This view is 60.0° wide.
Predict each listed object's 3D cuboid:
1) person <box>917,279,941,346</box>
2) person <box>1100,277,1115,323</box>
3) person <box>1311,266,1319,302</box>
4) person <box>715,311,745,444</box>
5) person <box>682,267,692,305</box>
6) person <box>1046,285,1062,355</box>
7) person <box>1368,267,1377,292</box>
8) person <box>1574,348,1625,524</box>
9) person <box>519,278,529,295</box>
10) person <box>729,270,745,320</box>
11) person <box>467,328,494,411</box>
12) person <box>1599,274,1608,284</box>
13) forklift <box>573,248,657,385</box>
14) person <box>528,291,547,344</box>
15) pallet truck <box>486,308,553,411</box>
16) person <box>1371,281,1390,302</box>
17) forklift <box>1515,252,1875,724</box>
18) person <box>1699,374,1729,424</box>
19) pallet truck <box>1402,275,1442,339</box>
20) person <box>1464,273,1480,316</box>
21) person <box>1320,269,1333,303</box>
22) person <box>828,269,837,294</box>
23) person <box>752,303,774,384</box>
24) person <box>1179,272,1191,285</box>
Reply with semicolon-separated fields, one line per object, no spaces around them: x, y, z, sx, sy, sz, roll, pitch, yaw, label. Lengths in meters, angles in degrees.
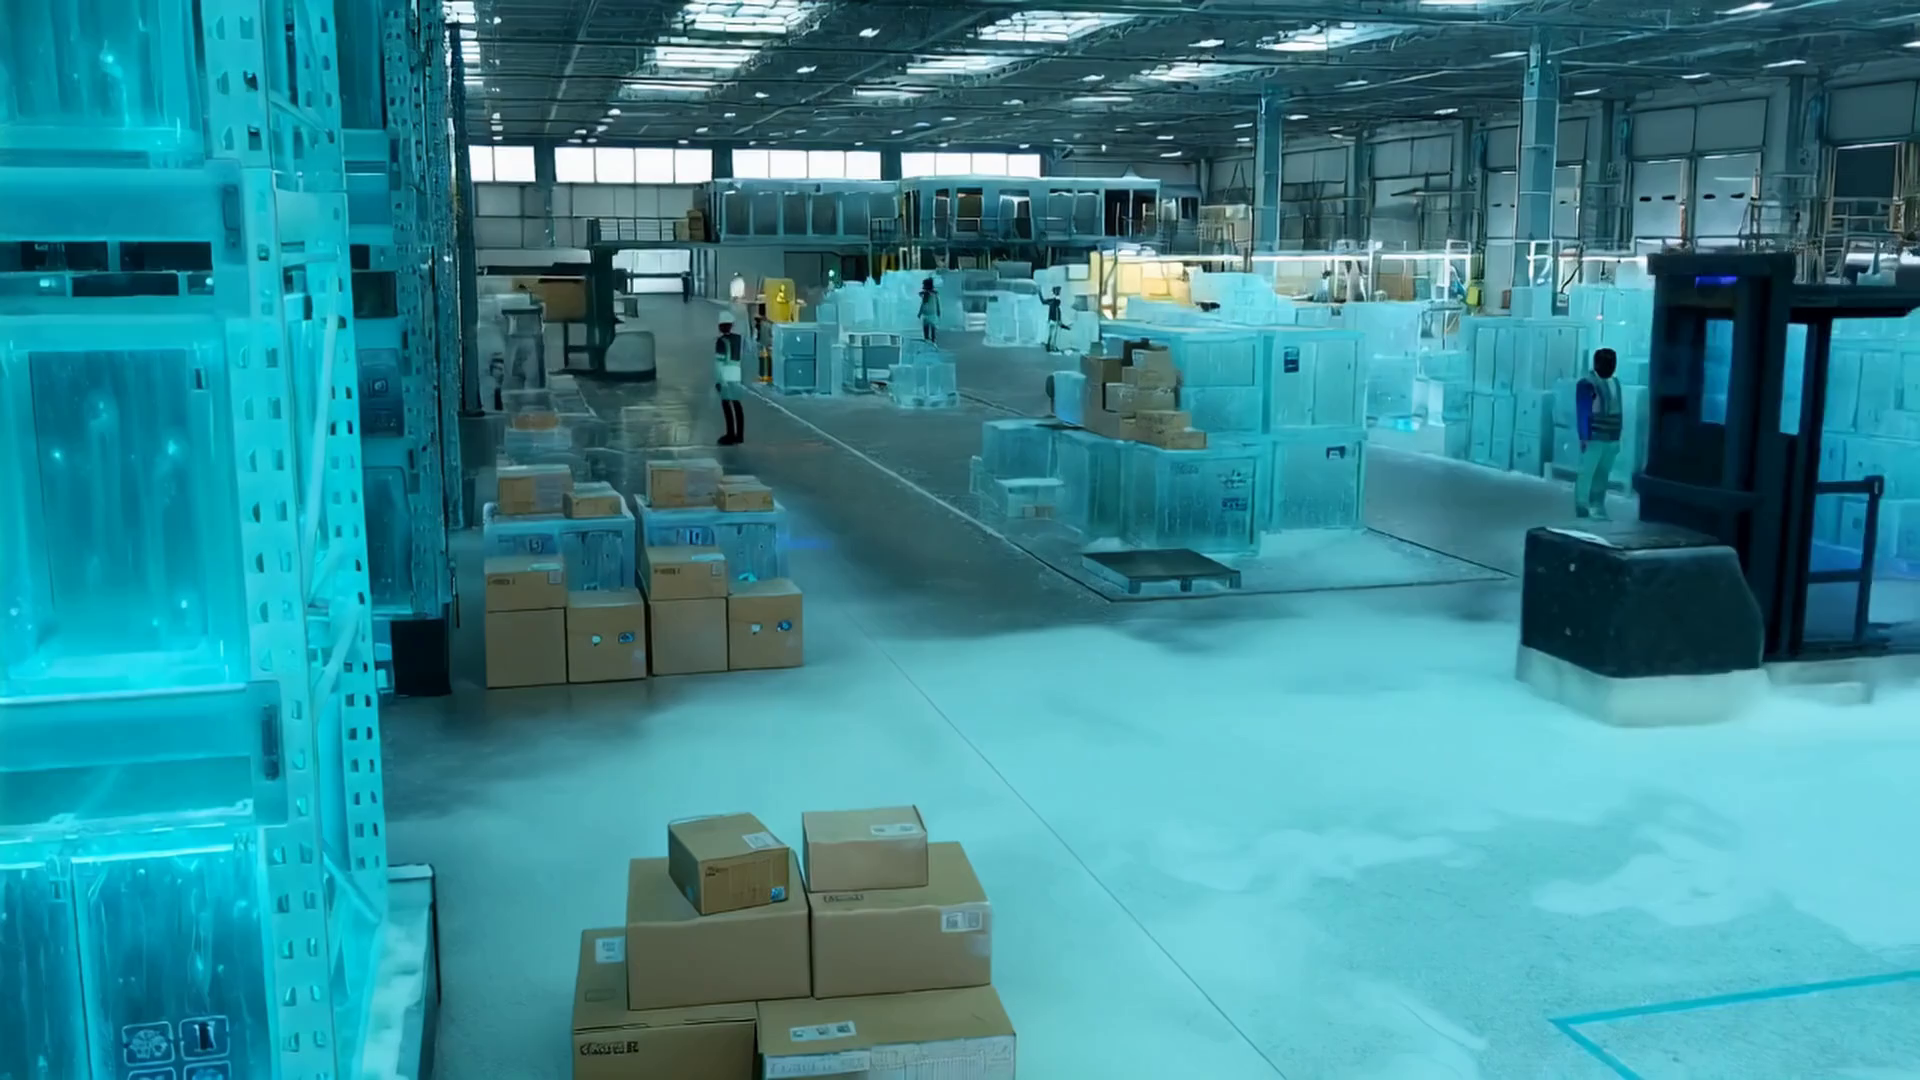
-0.890;-6.525;47.836;0.723;1.932;0.392;-3;10;-17;person
4.783;-7.582;53.919;0.549;1.883;0.985;2;10;13;person
16.355;-11.621;76.629;0.402;1.944;0.605;3;10;16;person
-3.387;-2.376;24.305;0.379;1.932;0.551;6;12;31;person
-13.324;-12.379;81.208;0.507;1.844;0.346;-3;10;-15;person
2.488;-5.831;44.095;0.321;1.859;0.513;-9;13;-41;person
20.380;-12.533;82.118;0.638;1.825;0.452;-2;10;-12;person
6.566;-1.048;17.046;0.637;1.842;0.429;-7;12;-34;person
-15.860;-8.681;60.647;0.563;1.702;0.535;6;11;29;person
-8.661;-9.581;65.085;0.618;1.953;1.011;8;13;39;person
-7.559;-2.654;25.936;0.671;1.915;0.641;-2;10;-11;person
24.058;-9.016;62.210;0.514;1.833;0.920;-4;11;-21;person
-7.305;-4.631;34.397;1.873;2.768;1.129;-3;10;-15;forklift
-12.030;-6.274;47.318;0.526;1.603;0.837;-2;10;-11;person
-6.242;-2.418;24.362;0.823;1.965;1.885;1;10;3;pallet truck
12.134;-6.554;48.114;0.576;1.882;0.355;3;11;18;person
4.620;-0.387;10.364;1.873;2.768;1.129;-3;10;-15;forklift
5.501;-0.253;12.294;1.043;1.945;0.615;2;10;8;person
14.620;-7.324;52.145;0.823;1.965;1.885;8;13;40;pallet truck
18.351;-8.599;59.604;0.581;1.919;0.397;-1;10;-8;person
16.013;-10.854;72.508;0.975;1.879;0.607;-3;10;-15;person
-5.718;-11.337;75.240;0.612;1.866;0.588;-6;12;-32;person
-4.124;-4.118;34.844;0.540;1.695;0.317;-7;12;-36;person
7.732;-8.188;56.912;0.735;2.000;0.683;5;11;25;person
